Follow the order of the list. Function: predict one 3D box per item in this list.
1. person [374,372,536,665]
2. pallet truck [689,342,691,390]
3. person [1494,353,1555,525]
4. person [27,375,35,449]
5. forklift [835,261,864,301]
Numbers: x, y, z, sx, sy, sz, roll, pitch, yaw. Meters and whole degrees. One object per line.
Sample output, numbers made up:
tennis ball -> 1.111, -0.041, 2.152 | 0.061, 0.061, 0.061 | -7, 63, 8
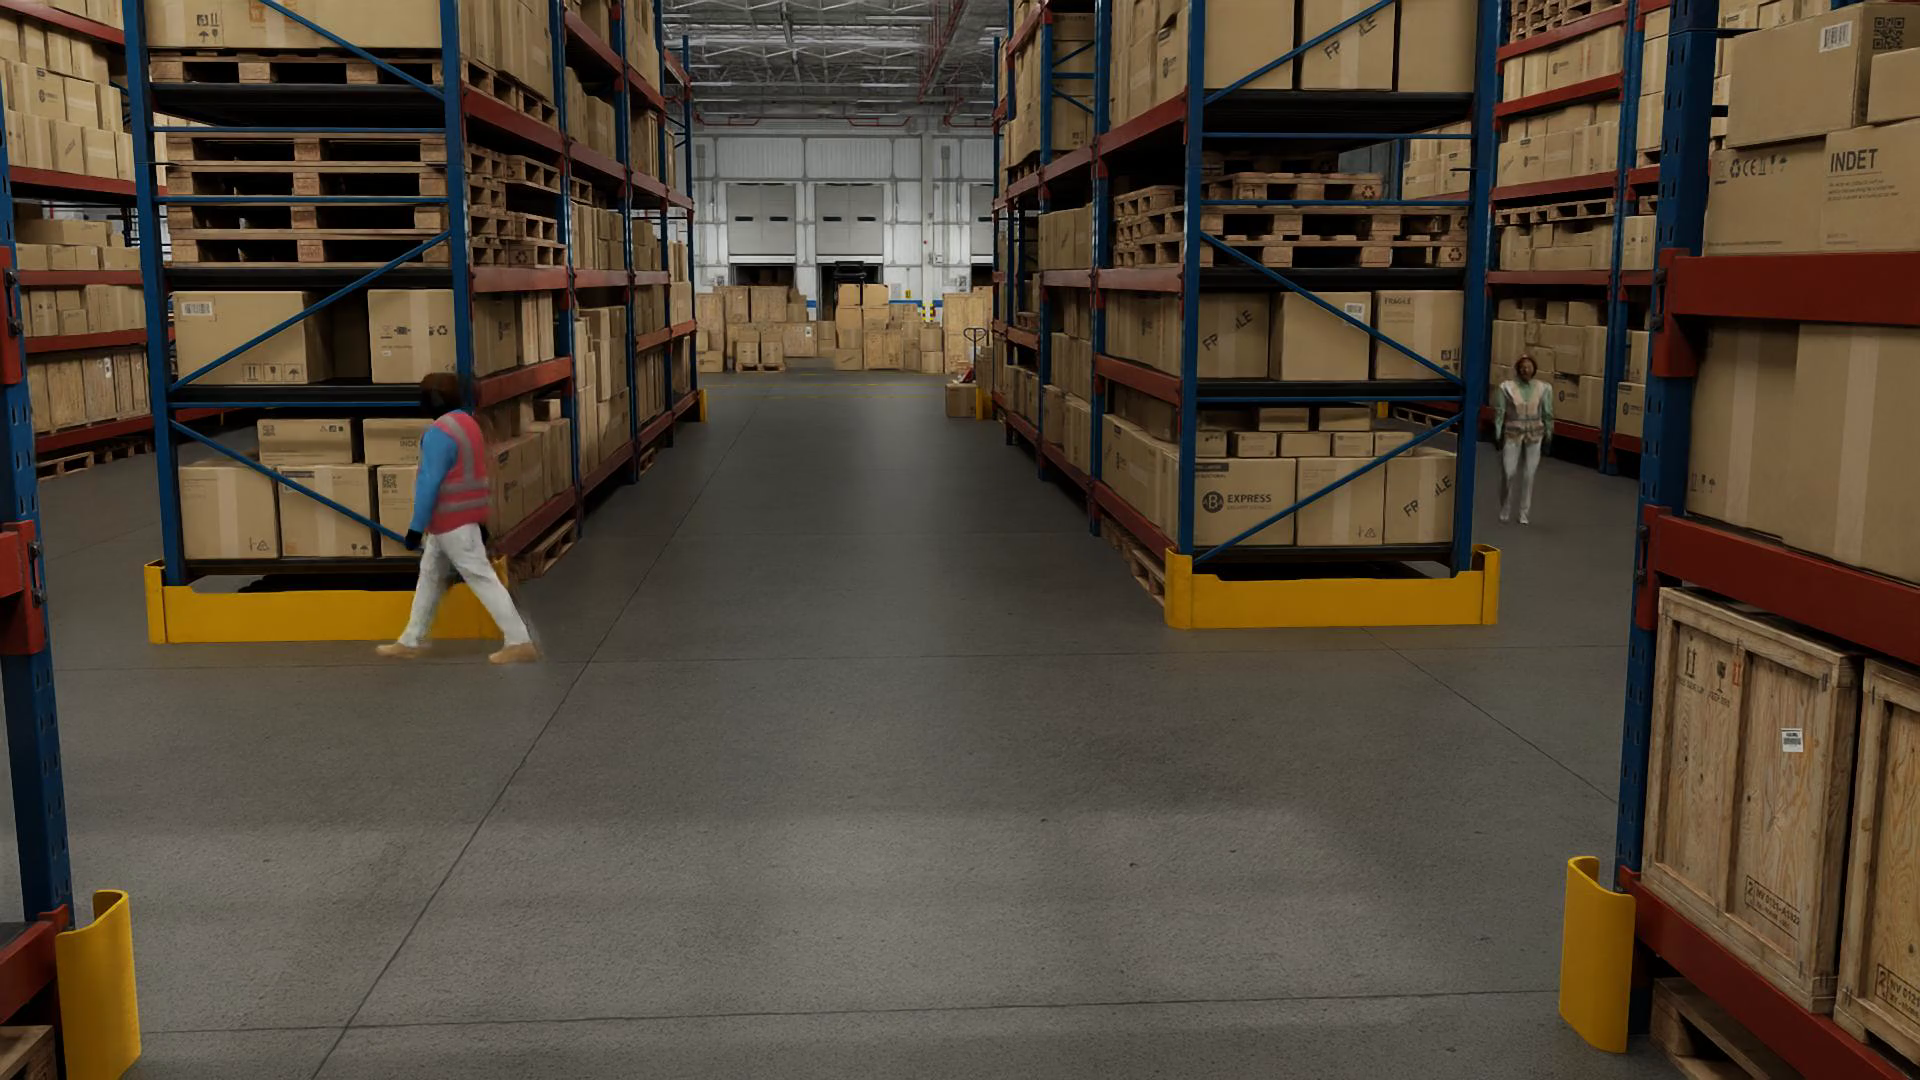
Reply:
person -> -3.049, -0.121, 10.049 | 1.007, 1.788, 0.619 | -1, 9, -4
pallet truck -> -5.225, -3.008, 27.480 | 1.885, 1.965, 0.823 | 2, 9, 14
person -> 5.314, -0.942, 15.660 | 0.529, 1.622, 0.417 | 2, 9, 10
person -> -7.288, -0.623, 12.497 | 0.643, 1.994, 0.827 | -5, 10, -29
forklift -> -3.584, -7.683, 54.074 | 1.129, 2.768, 1.873 | -1, 9, -4
